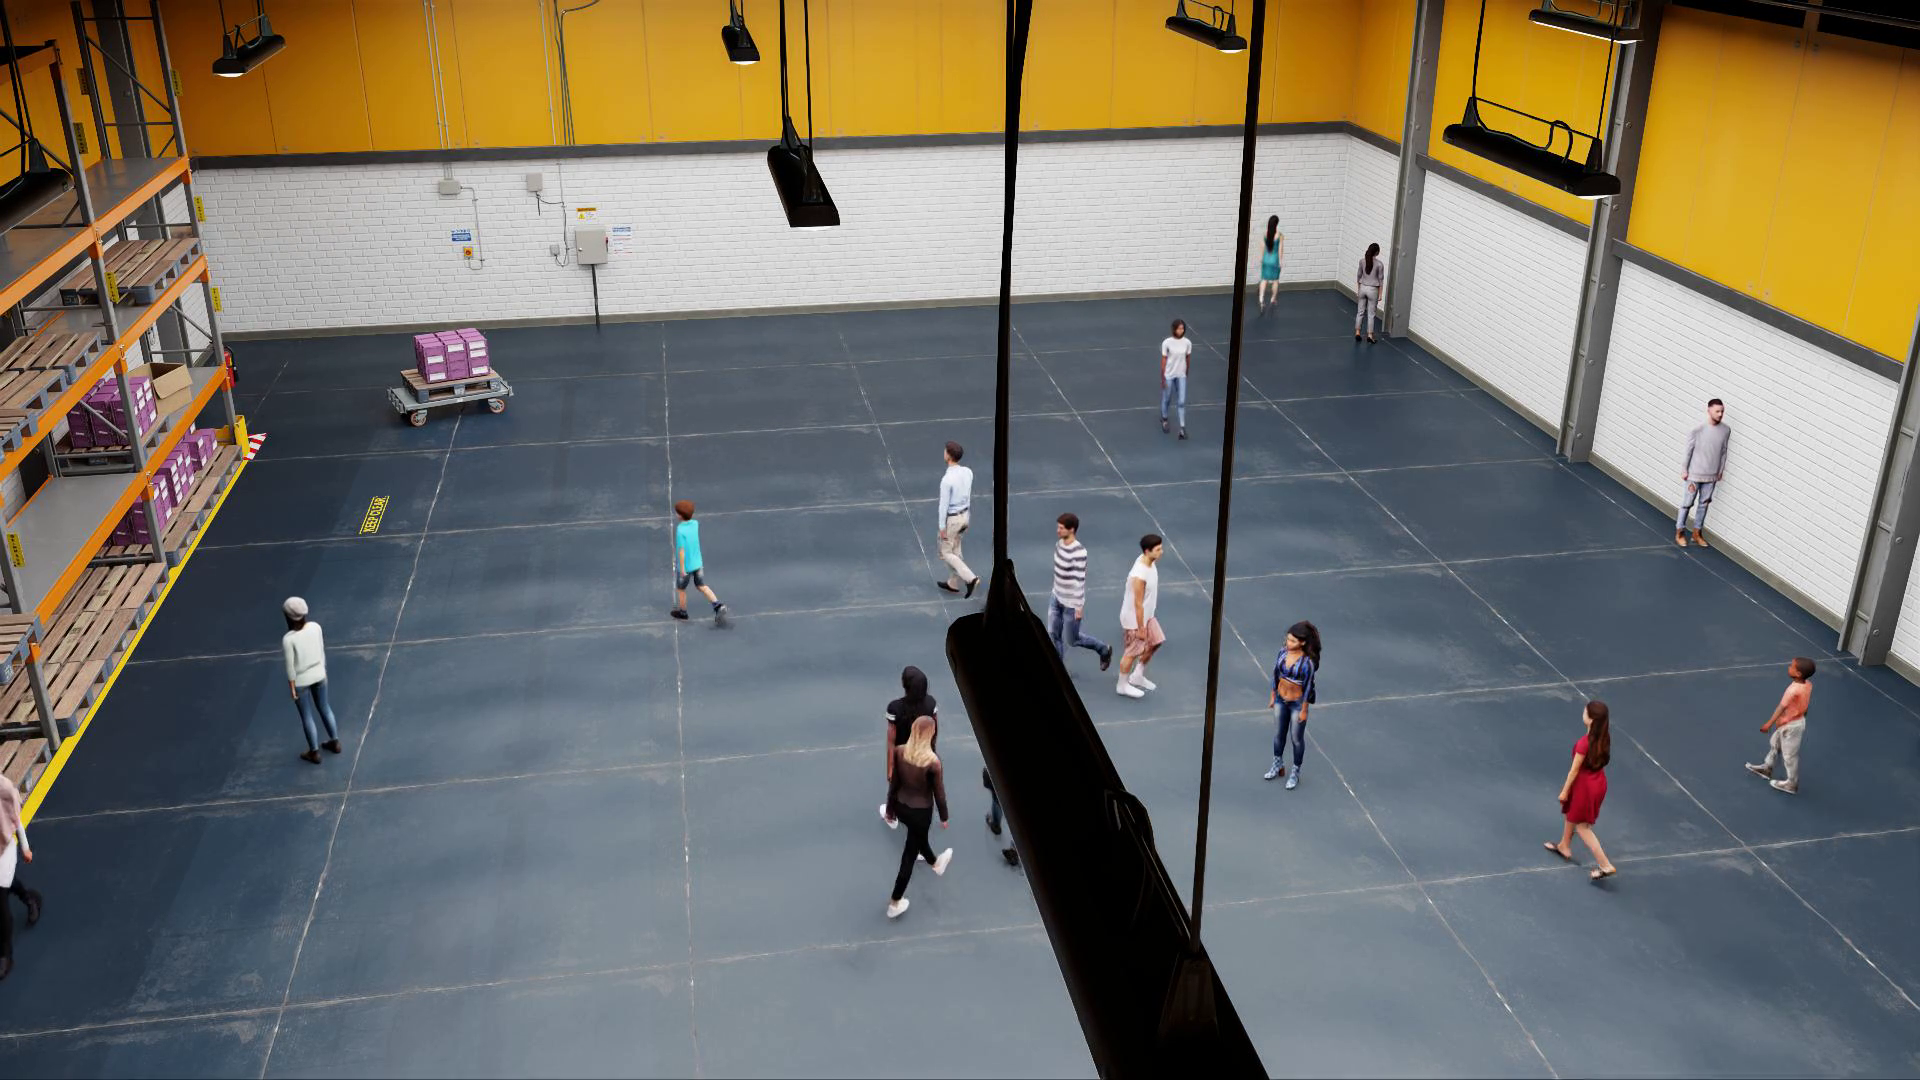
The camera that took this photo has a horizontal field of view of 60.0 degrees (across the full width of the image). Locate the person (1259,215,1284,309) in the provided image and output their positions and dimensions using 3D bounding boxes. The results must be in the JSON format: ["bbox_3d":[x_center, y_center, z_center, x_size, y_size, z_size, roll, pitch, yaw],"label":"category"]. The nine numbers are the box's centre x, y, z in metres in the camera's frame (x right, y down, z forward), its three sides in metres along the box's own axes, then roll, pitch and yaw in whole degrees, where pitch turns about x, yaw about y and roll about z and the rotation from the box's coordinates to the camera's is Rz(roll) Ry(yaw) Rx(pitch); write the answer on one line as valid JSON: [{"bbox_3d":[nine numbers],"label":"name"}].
[{"bbox_3d":[5.461,-4.883,29.359,0.867,1.668,0.966,11,26,24],"label":"person"}]

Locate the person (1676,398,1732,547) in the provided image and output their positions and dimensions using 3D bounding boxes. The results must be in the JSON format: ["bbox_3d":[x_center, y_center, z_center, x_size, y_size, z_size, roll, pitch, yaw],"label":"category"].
[{"bbox_3d":[8.871,-0.831,19.876,0.710,1.839,0.628,0,24,-1],"label":"person"}]

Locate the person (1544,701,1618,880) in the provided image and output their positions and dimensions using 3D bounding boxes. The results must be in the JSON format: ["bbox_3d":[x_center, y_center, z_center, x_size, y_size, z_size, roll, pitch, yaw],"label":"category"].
[{"bbox_3d":[5.187,2.065,13.633,0.808,1.534,1.023,-17,29,-34],"label":"person"}]

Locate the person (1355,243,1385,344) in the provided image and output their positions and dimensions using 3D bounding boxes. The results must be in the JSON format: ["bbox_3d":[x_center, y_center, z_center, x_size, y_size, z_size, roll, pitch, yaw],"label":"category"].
[{"bbox_3d":[6.767,-4.087,27.529,0.701,1.677,0.779,19,30,37],"label":"person"}]

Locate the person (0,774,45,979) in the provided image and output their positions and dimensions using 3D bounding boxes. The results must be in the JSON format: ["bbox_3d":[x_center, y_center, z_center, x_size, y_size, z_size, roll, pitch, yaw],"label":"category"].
[{"bbox_3d":[-7.345,2.352,12.693,0.674,1.761,1.196,-3,24,-7],"label":"person"}]

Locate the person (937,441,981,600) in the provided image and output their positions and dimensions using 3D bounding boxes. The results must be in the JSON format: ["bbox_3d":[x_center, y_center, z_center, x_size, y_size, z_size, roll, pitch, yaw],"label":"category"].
[{"bbox_3d":[-0.011,-0.183,18.402,1.069,1.834,0.966,20,31,39],"label":"person"}]

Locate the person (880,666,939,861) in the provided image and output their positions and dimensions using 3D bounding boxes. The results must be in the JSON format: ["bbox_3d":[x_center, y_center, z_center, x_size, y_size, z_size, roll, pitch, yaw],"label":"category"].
[{"bbox_3d":[-0.376,1.875,13.855,0.760,1.704,1.053,-9,25,-19],"label":"person"}]

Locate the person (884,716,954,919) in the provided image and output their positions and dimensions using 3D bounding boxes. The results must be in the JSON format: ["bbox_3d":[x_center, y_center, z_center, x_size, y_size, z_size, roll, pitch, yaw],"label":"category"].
[{"bbox_3d":[-0.409,2.224,13.131,1.112,1.644,1.153,16,28,32],"label":"person"}]

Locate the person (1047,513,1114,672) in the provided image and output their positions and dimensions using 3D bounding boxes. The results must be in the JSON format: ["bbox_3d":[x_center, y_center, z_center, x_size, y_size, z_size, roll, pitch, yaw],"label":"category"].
[{"bbox_3d":[1.173,0.578,16.666,0.893,1.829,1.039,-11,26,-23],"label":"person"}]

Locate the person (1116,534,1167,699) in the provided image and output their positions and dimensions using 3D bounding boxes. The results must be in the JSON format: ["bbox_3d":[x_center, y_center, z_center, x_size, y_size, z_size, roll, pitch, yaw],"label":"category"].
[{"bbox_3d":[1.677,0.733,16.393,0.866,1.763,0.782,9,25,19],"label":"person"}]

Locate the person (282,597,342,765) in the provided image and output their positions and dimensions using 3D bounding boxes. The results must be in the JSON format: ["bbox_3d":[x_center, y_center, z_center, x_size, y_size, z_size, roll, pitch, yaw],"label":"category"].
[{"bbox_3d":[-5.997,1.269,15.312,0.701,1.647,0.639,16,28,32],"label":"person"}]

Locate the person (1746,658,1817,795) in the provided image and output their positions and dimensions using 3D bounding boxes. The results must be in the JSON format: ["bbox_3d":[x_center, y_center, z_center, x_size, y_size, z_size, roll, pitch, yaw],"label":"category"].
[{"bbox_3d":[7.477,1.675,14.830,0.693,1.290,0.799,-21,31,-40],"label":"person"}]

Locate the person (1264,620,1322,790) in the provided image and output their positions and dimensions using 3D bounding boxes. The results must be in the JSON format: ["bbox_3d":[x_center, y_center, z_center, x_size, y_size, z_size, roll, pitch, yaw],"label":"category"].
[{"bbox_3d":[2.973,1.464,14.906,0.755,1.616,0.661,-21,31,-39],"label":"person"}]

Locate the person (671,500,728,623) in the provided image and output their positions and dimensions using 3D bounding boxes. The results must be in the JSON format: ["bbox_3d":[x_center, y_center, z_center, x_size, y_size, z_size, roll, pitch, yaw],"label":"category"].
[{"bbox_3d":[-2.850,0.245,17.921,0.929,1.435,0.890,14,27,28],"label":"person"}]

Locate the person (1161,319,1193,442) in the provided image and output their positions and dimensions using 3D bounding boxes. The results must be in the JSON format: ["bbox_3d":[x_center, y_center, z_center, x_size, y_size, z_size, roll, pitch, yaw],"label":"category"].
[{"bbox_3d":[2.978,-2.279,23.391,0.650,1.678,1.123,-2,24,-5],"label":"person"}]
